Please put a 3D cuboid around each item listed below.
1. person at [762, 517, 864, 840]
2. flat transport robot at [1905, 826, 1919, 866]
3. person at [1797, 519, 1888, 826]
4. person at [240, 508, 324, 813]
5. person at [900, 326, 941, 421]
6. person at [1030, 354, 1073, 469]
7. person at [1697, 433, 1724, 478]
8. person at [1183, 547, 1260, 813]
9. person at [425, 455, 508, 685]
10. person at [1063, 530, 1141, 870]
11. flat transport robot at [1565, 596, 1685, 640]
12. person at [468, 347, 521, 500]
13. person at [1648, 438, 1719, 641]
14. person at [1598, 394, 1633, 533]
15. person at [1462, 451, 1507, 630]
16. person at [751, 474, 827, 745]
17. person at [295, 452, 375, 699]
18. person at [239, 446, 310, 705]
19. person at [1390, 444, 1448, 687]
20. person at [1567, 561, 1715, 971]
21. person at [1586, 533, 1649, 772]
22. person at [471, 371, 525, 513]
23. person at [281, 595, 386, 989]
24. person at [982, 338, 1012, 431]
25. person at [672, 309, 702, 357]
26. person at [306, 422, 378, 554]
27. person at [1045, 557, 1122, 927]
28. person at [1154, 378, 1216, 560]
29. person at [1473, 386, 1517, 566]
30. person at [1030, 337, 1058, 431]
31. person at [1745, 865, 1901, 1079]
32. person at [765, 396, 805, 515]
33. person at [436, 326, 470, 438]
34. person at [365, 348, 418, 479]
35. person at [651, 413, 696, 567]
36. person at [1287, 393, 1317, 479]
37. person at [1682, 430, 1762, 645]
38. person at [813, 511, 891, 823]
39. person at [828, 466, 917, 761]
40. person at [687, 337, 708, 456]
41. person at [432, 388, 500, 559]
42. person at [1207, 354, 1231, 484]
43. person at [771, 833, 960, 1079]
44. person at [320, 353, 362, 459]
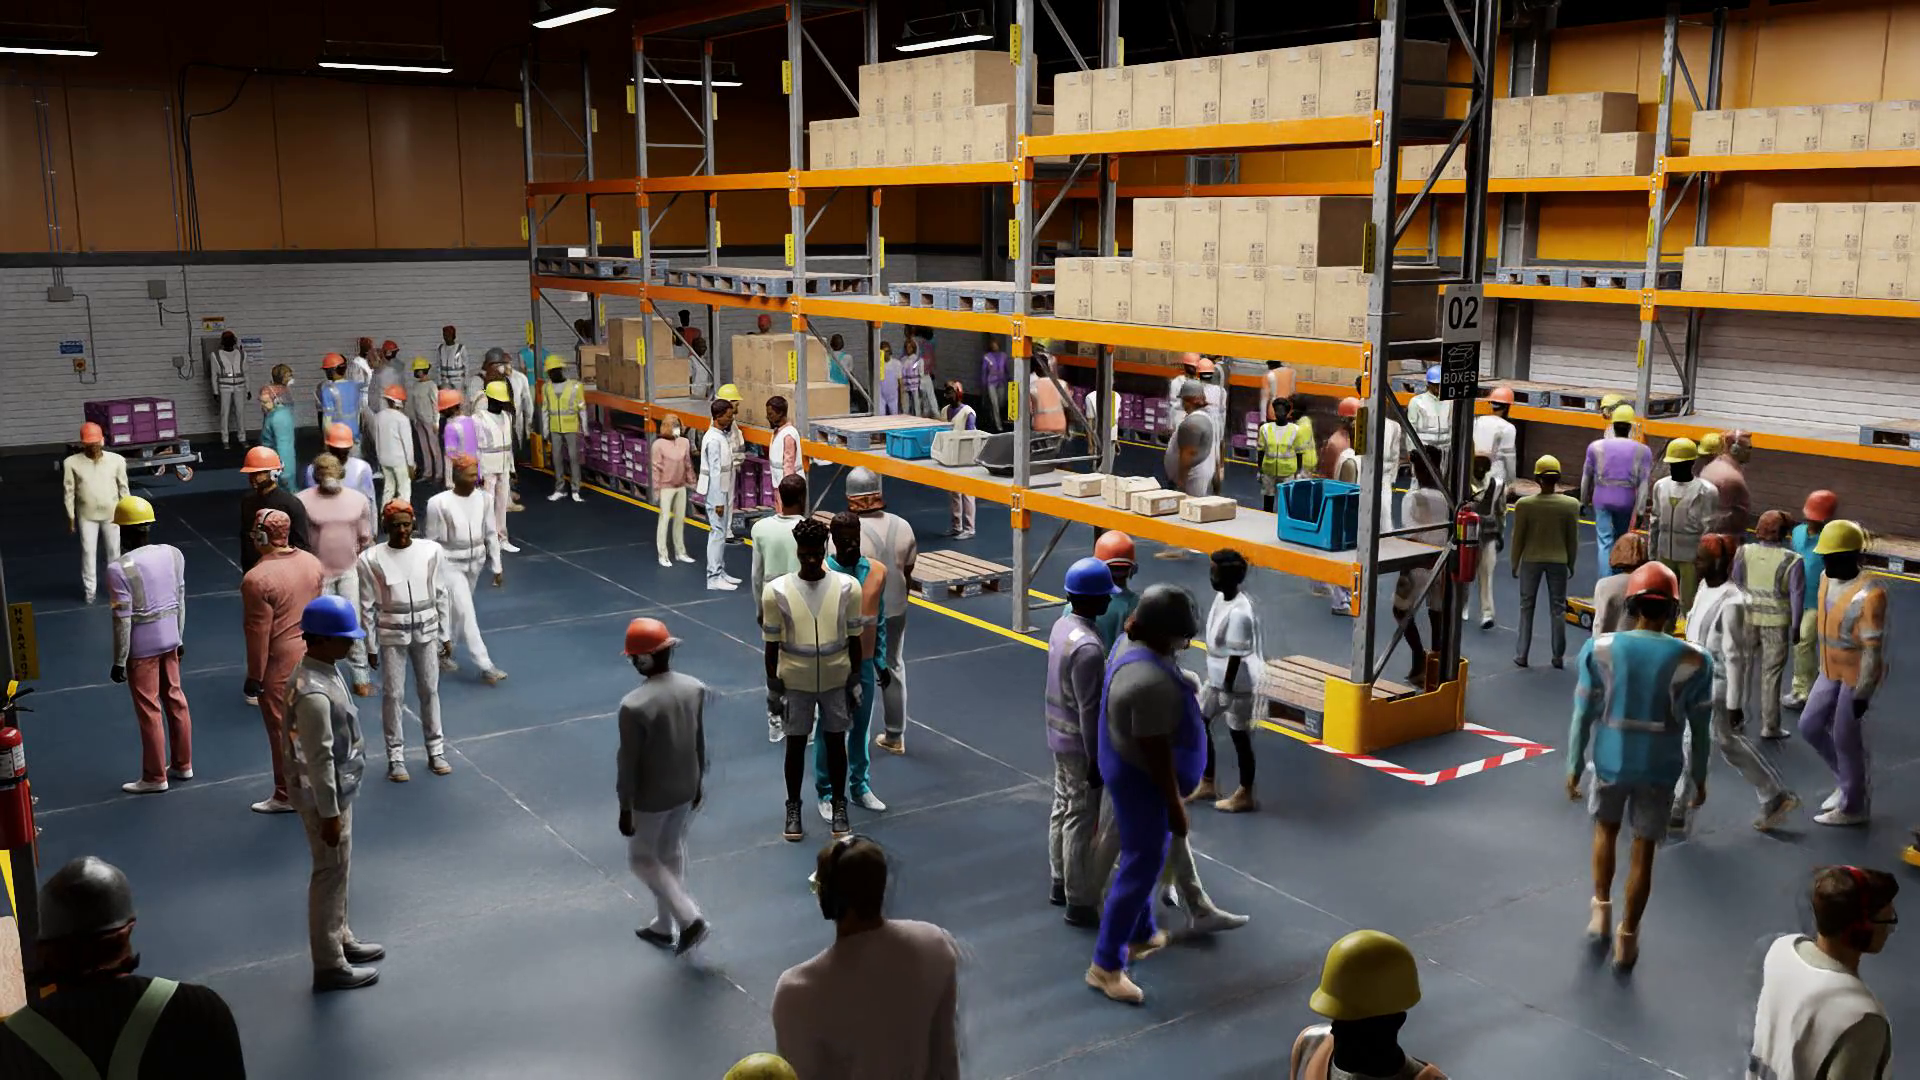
[{"bbox_3d":[-0.865,0.822,9.874,0.598,1.958,0.373,-2,11,-11],"label":"person"},{"bbox_3d":[6.104,1.806,9.153,0.652,0.197,1.431,-10,15,-41],"label":"flat transport robot"},{"bbox_3d":[5.331,0.805,10.092,0.479,1.898,0.655,0,11,-1],"label":"person"},{"bbox_3d":[-4.237,0.746,10.377,0.410,1.909,0.643,3,11,15],"label":"person"},{"bbox_3d":[-0.669,-2.998,29.871,0.940,1.788,0.637,1,11,7],"label":"person"},{"bbox_3d":[1.118,-1.461,21.647,0.632,1.911,0.907,-3,12,-16],"label":"person"},{"bbox_3d":[7.052,-0.194,15.733,0.571,1.687,0.445,-11,15,-43],"label":"person"},{"bbox_3d":[1.578,0.878,10.262,0.593,1.674,0.557,-1,11,-7],"label":"person"},{"bbox_3d":[-3.963,0.217,13.302,1.048,1.817,0.588,9,14,40],"label":"person"},{"bbox_3d":[0.836,0.932,9.238,0.619,1.989,0.396,-3,11,-13],"label":"person"},{"bbox_3d":[6.027,0.715,14.736,0.652,0.197,1.431,-4,12,-19],"label":"flat transport robot"},{"bbox_3d":[-5.986,-1.478,21.417,0.535,2.000,0.721,8,14,35],"label":"person"},{"bbox_3d":[5.872,0.115,13.599,0.403,1.919,0.582,-7,13,-31],"label":"person"},{"bbox_3d":[7.315,-0.762,18.557,0.453,1.724,0.549,2,11,11],"label":"person"},{"bbox_3d":[4.639,0.005,14.951,0.530,1.593,0.853,3,11,13],"label":"person"},{"bbox_3d":[-1.177,0.491,11.660,0.597,1.915,0.375,5,12,24],"label":"person"},{"bbox_3d":[-4.860,0.253,12.914,0.642,1.915,0.710,-7,13,-33],"label":"person"},{"bbox_3d":[-5.174,0.281,12.530,0.622,1.993,0.382,5,12,23],"label":"person"},{"bbox_3d":[3.638,0.223,12.956,0.641,1.941,0.444,-5,12,-23],"label":"person"},{"bbox_3d":[3.369,1.105,8.239,0.637,2.021,0.582,6,13,28],"label":"person"},{"bbox_3d":[4.393,0.762,10.994,0.507,1.631,0.266,-2,11,-9],"label":"person"},{"bbox_3d":[-5.733,-1.182,20.518,0.778,1.799,0.648,-2,11,-10],"label":"person"},{"bbox_3d":[-3.013,1.206,7.971,0.417,1.933,0.614,-4,12,-18],"label":"person"},{"bbox_3d":[0.604,-2.711,28.799,0.558,1.614,0.612,-4,12,-19],"label":"person"},{"bbox_3d":[-5.092,-3.316,31.033,0.600,1.958,0.378,-8,13,-34],"label":"person"},{"bbox_3d":[-5.436,-0.094,14.653,0.587,1.914,0.469,-5,12,-23],"label":"person"},{"bbox_3d":[0.642,1.047,8.729,0.388,1.947,0.612,-2,11,-10],"label":"person"},{"bbox_3d":[2.569,-0.746,17.670,0.923,2.000,0.686,3,11,14],"label":"person"},{"bbox_3d":[5.629,-0.671,17.596,0.448,1.915,0.587,-7,13,-31],"label":"person"},{"bbox_3d":[1.265,-2.386,26.623,0.615,1.824,0.428,2,11,11],"label":"person"},{"bbox_3d":[2.544,1.836,5.056,0.935,1.811,0.578,0,11,0],"label":"person"},{"bbox_3d":[-1.767,-0.502,16.780,0.415,1.907,0.595,-3,12,-17],"label":"person"},{"bbox_3d":[-8.438,-2.623,27.679,0.585,1.882,0.337,3,12,16],"label":"person"},{"bbox_3d":[-7.998,-1.762,23.330,0.593,1.875,0.696,-6,13,-29],"label":"person"},{"bbox_3d":[-3.049,-0.541,17.667,0.273,1.632,0.505,9,14,39],"label":"person"},{"bbox_3d":[3.957,-0.872,19.317,0.457,1.667,0.557,1,11,5],"label":"person"},{"bbox_3d":[6.746,-0.020,14.409,0.926,1.870,0.647,3,11,14],"label":"person"},{"bbox_3d":[-0.706,0.762,10.267,0.591,1.919,0.390,-7,13,-34],"label":"person"},{"bbox_3d":[-0.654,0.498,11.301,0.680,2.000,0.536,-9,14,-39],"label":"person"},{"bbox_3d":[-4.050,-2.212,25.700,0.348,1.839,0.505,5,12,23],"label":"person"},{"bbox_3d":[-5.218,-0.674,17.684,0.646,1.902,0.626,2,11,10],"label":"person"},{"bbox_3d":[3.527,-1.793,23.014,0.365,2.048,0.607,5,12,22],"label":"person"},{"bbox_3d":[-0.276,1.801,4.929,0.465,1.927,0.628,11,15,43],"label":"person"},{"bbox_3d":[-7.623,-1.286,20.478,0.417,2.035,0.604,5,12,23],"label":"person"}]
